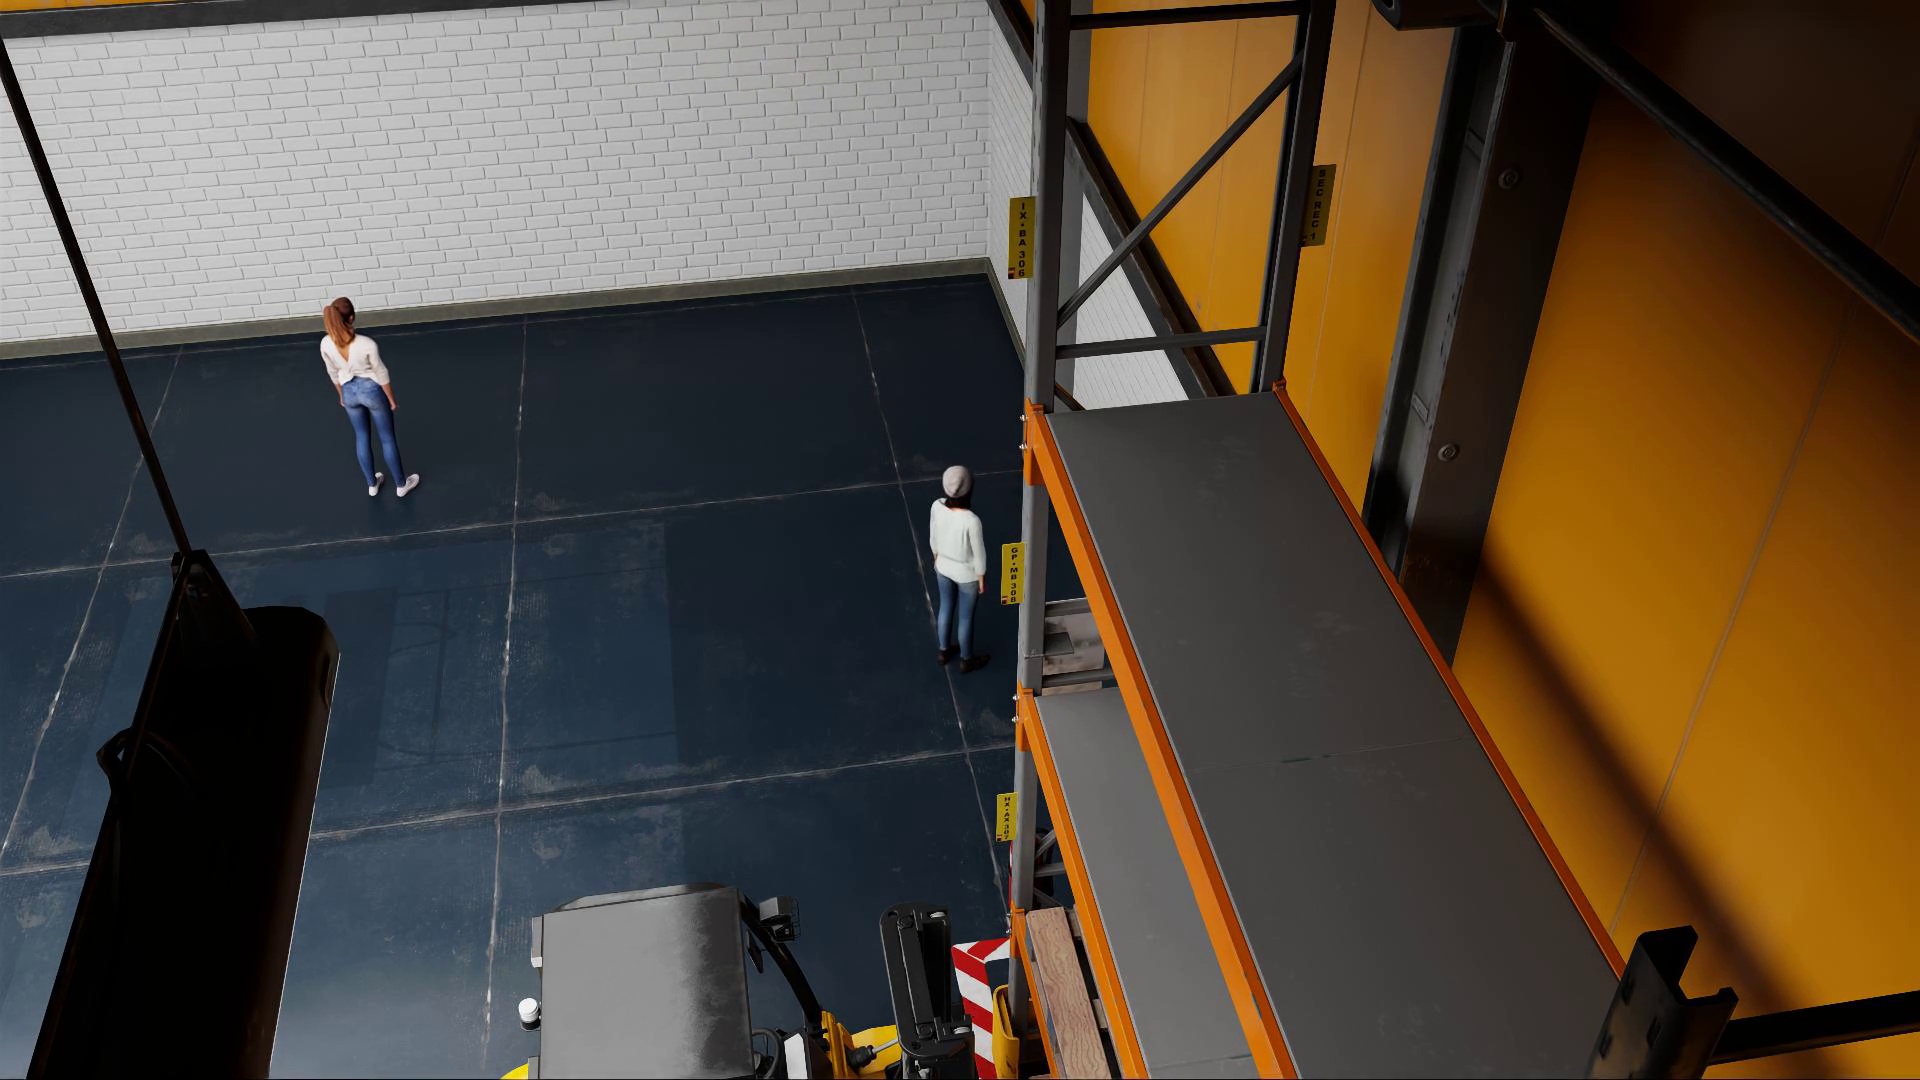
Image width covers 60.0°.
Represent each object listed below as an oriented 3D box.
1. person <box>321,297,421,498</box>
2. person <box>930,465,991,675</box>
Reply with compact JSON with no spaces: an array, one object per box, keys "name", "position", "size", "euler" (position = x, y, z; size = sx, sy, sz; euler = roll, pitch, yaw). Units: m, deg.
[{"name":"person","position":[-4.509,-1.075,12.606],"size":[0.663,1.720,0.625],"euler":[4,39,5]},{"name":"person","position":[-0.007,0.188,11.083],"size":[0.621,1.647,0.693],"euler":[26,45,28]}]
